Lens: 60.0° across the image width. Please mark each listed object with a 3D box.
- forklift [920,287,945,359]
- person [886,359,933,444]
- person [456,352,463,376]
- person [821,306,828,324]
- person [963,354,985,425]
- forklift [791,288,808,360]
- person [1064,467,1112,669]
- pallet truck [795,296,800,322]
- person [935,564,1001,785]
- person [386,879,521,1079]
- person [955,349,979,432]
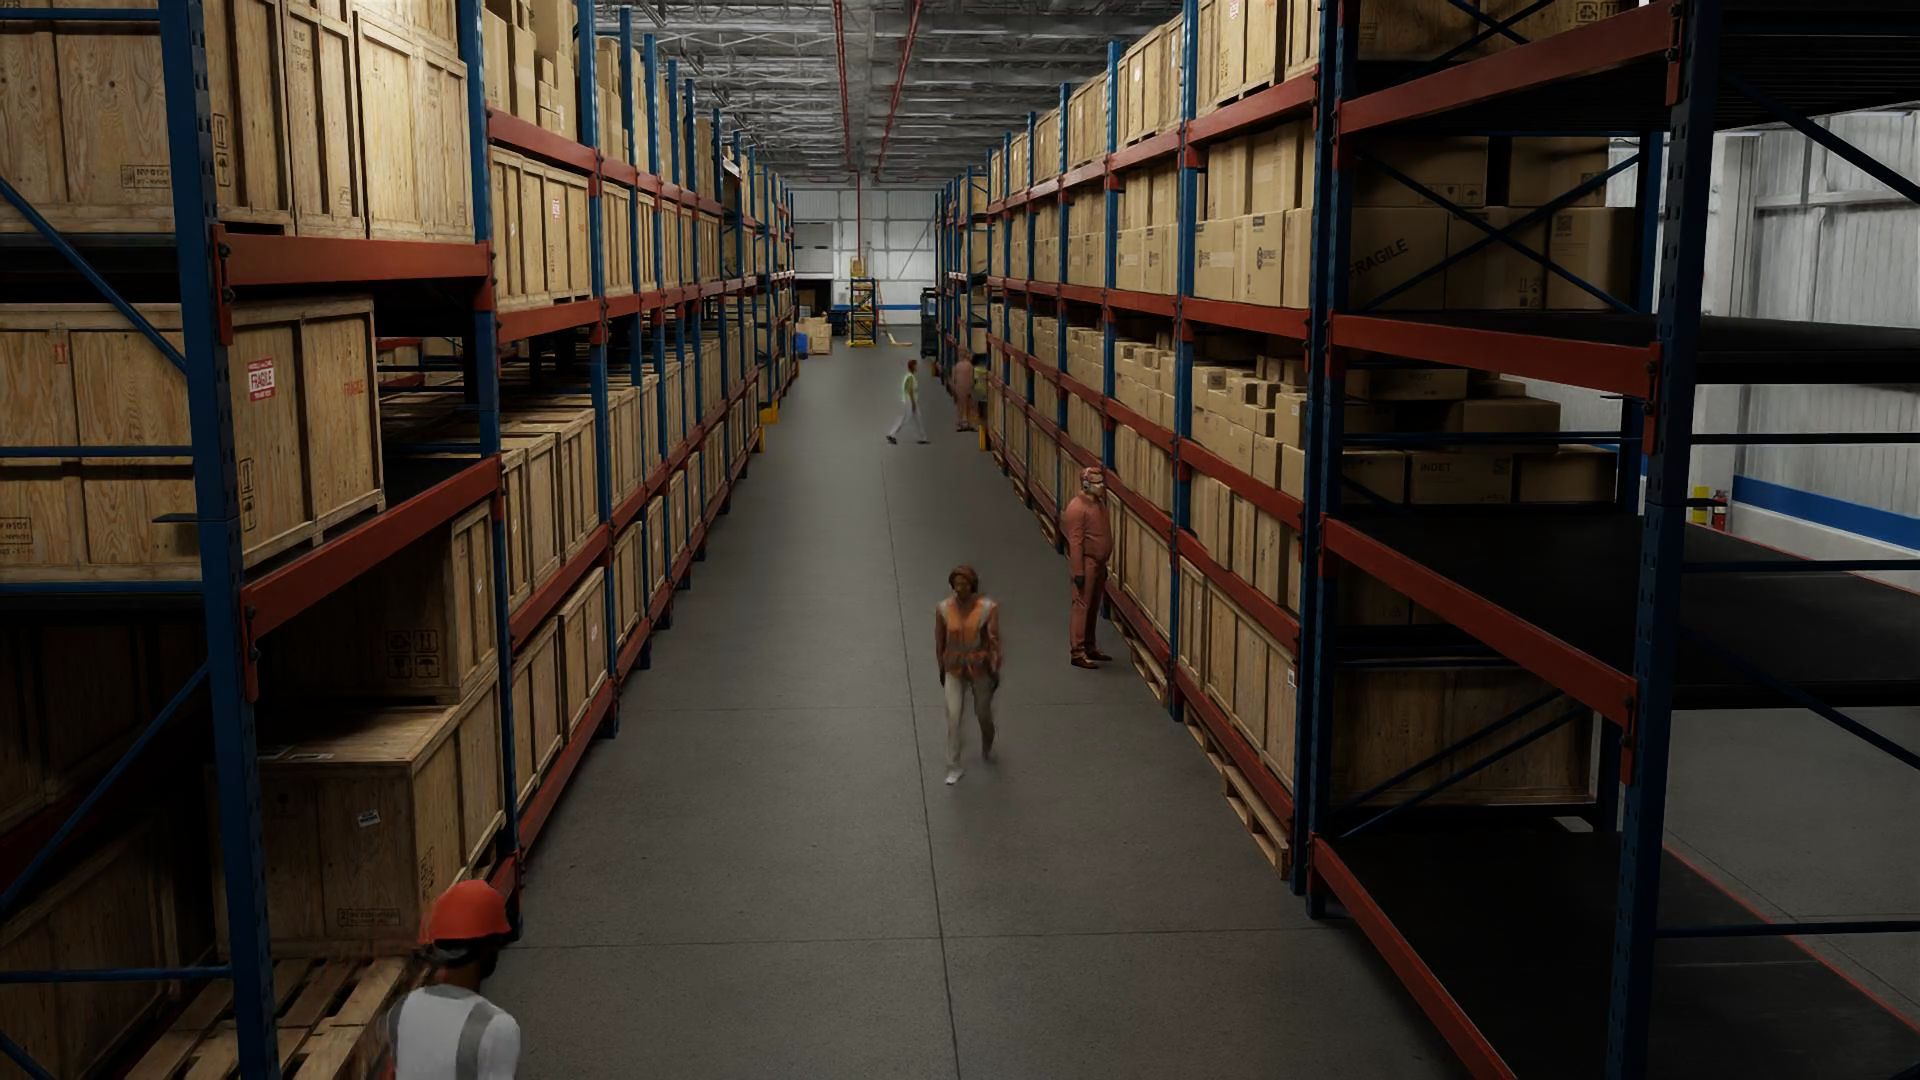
[{"bbox_3d":[-1.011,-8.661,66.205,1.129,2.768,1.873,-1,10,-3],"label":"forklift"},{"bbox_3d":[-1.080,-2.903,35.036,0.953,1.815,0.579,1,10,3],"label":"person"},{"bbox_3d":[-10.096,-2.866,34.245,1.028,2.004,0.622,0,10,0],"label":"person"},{"bbox_3d":[-6.620,-10.569,81.184,0.334,1.686,0.533,-4,10,-20],"label":"person"},{"bbox_3d":[0.250,-3.546,39.195,0.737,1.670,0.546,-1,10,-5],"label":"person"},{"bbox_3d":[-6.896,-8.393,64.604,1.873,2.768,1.129,9,13,43],"label":"forklift"},{"bbox_3d":[1.248,0.255,15.850,0.410,1.909,0.643,5,11,26],"label":"person"},{"bbox_3d":[-8.622,-12.439,91.403,1.885,1.965,0.823,2,10,13],"label":"pallet truck"},{"bbox_3d":[0.075,0.965,12.483,0.520,1.613,0.731,2,10,12],"label":"person"},{"bbox_3d":[-1.593,2.044,5.225,0.544,1.876,0.766,4,10,23],"label":"person"},{"bbox_3d":[0.182,-3.378,37.619,0.620,1.881,0.645,-7,12,-35],"label":"person"}]
